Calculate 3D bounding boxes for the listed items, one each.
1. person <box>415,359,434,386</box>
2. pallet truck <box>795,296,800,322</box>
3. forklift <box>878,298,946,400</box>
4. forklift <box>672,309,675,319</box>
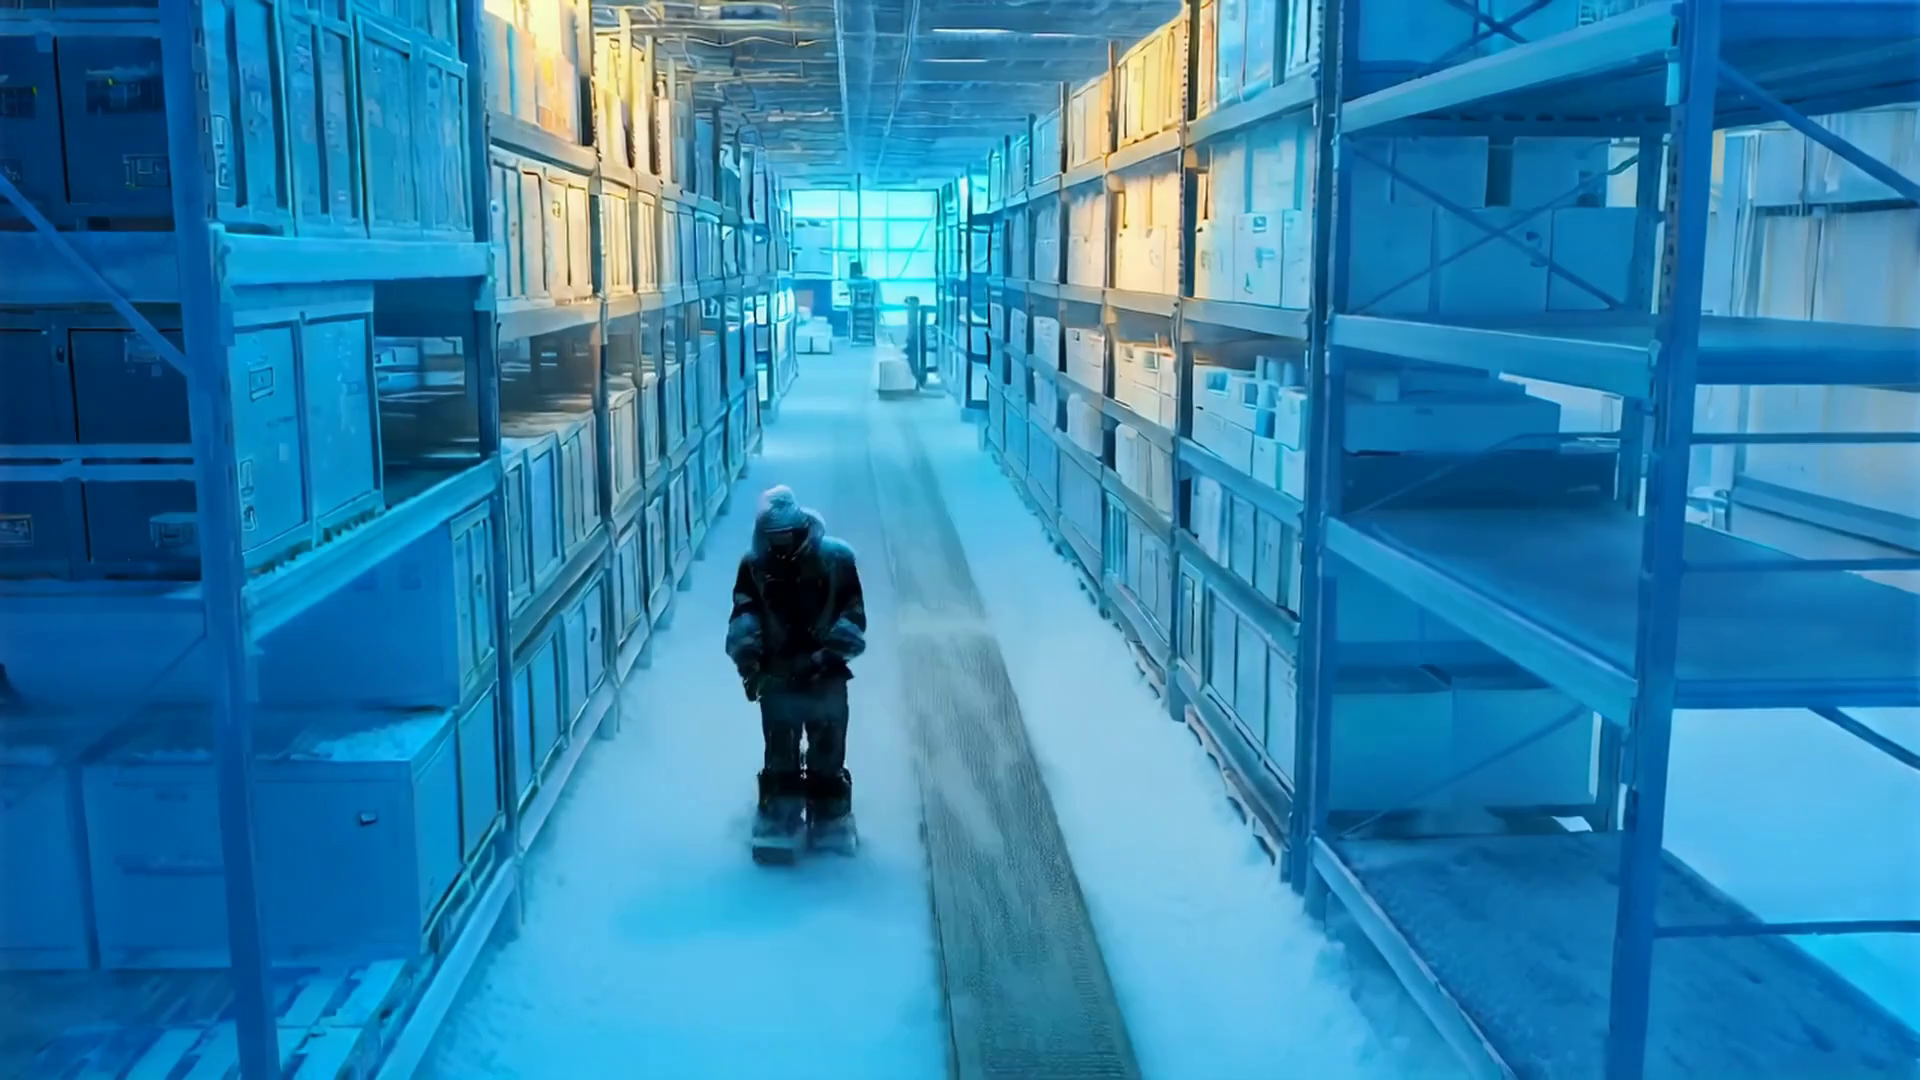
[{"bbox_3d":[-10.960,-2.755,33.878,0.517,1.886,0.669,0,10,-3],"label":"person"},{"bbox_3d":[-8.622,-12.439,91.403,1.885,1.965,0.823,2,10,13],"label":"pallet truck"},{"bbox_3d":[-1.344,-5.354,46.451,1.873,2.768,1.129,-1,10,-3],"label":"forklift"},{"bbox_3d":[-9.808,-7.442,58.921,1.873,2.768,1.129,-8,13,-41],"label":"forklift"}]
